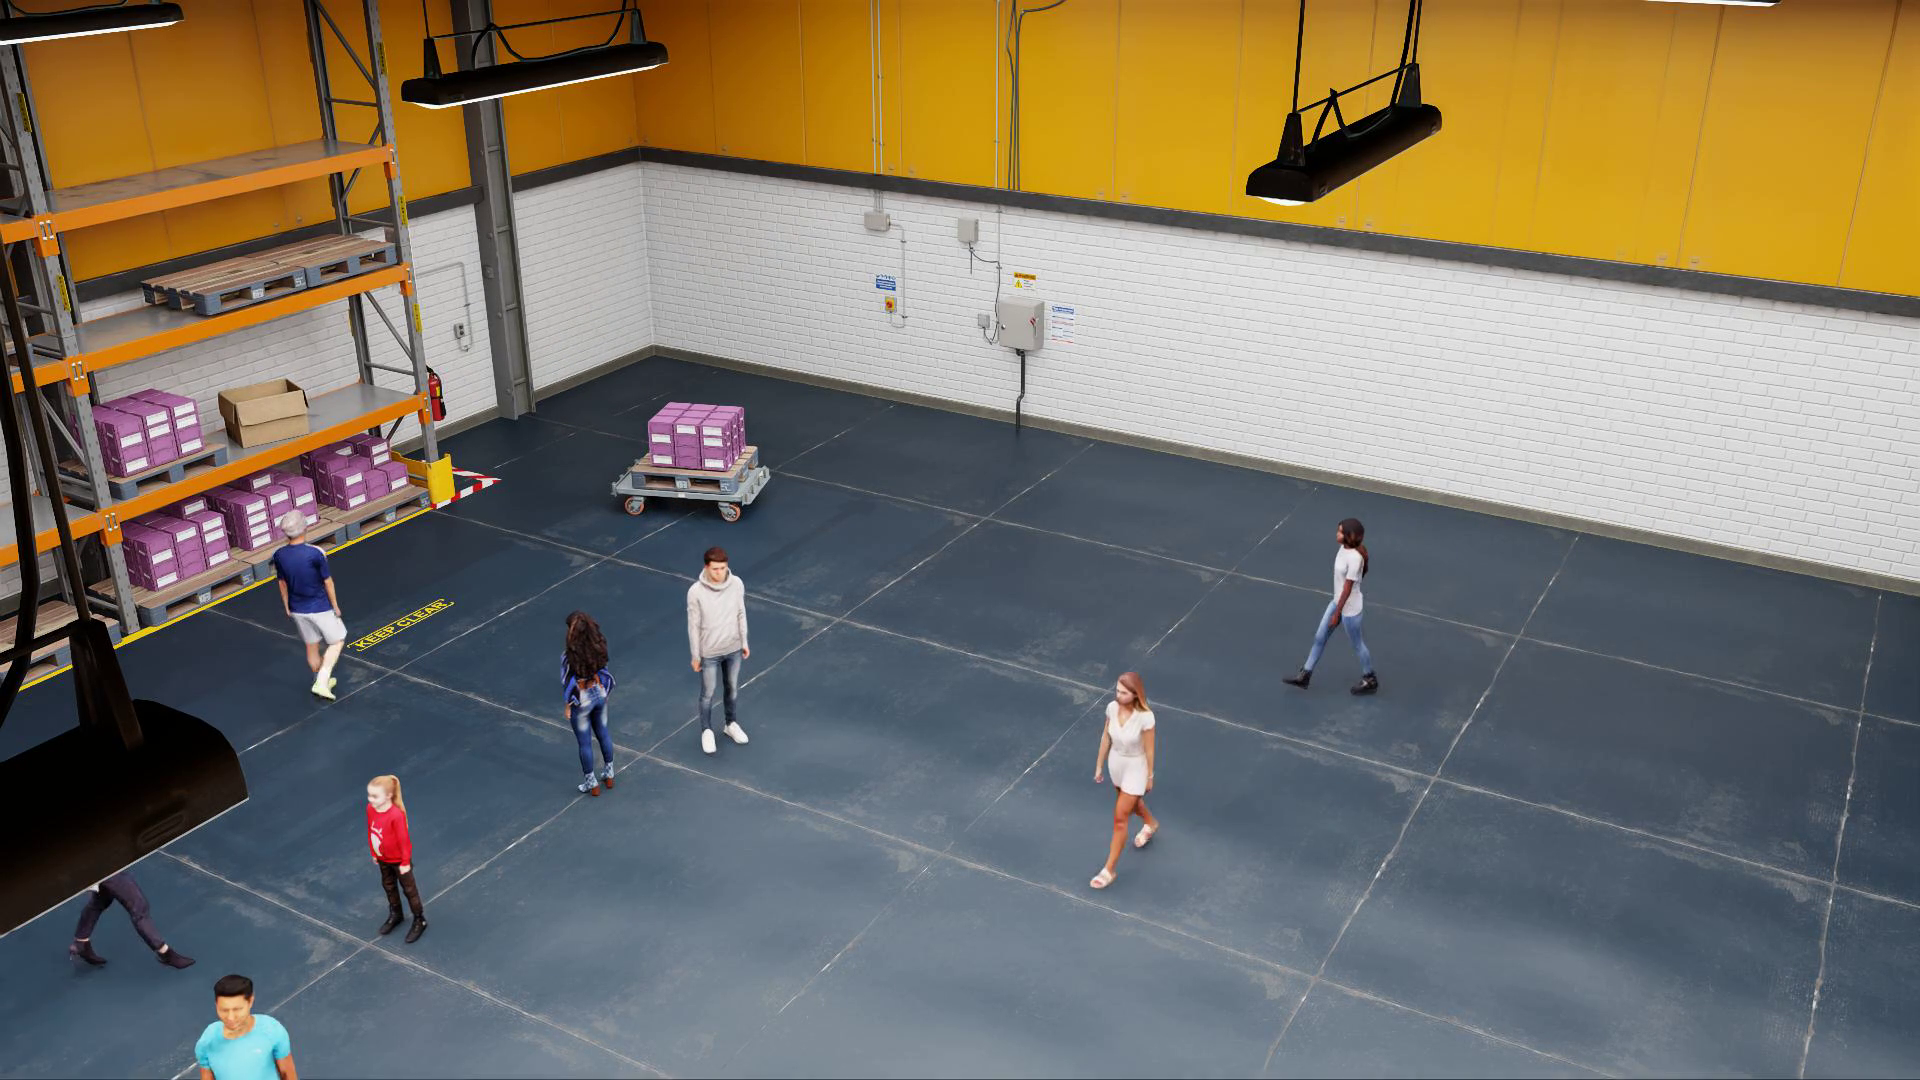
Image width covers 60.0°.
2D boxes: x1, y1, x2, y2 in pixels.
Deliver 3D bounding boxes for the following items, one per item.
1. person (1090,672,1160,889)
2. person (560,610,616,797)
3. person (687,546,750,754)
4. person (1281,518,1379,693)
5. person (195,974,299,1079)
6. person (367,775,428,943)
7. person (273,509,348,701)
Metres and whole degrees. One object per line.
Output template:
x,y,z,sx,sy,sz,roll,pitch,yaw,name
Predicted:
1.308,1.700,12.414,0.747,1.654,1.192,20,31,38,person
-3.000,1.296,13.381,0.725,1.619,0.564,21,31,39,person
-2.029,0.890,14.021,0.693,1.851,0.821,-13,27,-28,person
3.518,0.633,14.824,1.090,1.678,1.119,-3,24,-6,person
-3.874,3.080,9.117,0.747,1.766,0.816,-7,25,-16,person
-3.984,2.216,11.699,0.502,1.280,0.502,10,25,21,person
-5.734,0.625,14.655,0.863,1.828,0.982,1,24,3,person
